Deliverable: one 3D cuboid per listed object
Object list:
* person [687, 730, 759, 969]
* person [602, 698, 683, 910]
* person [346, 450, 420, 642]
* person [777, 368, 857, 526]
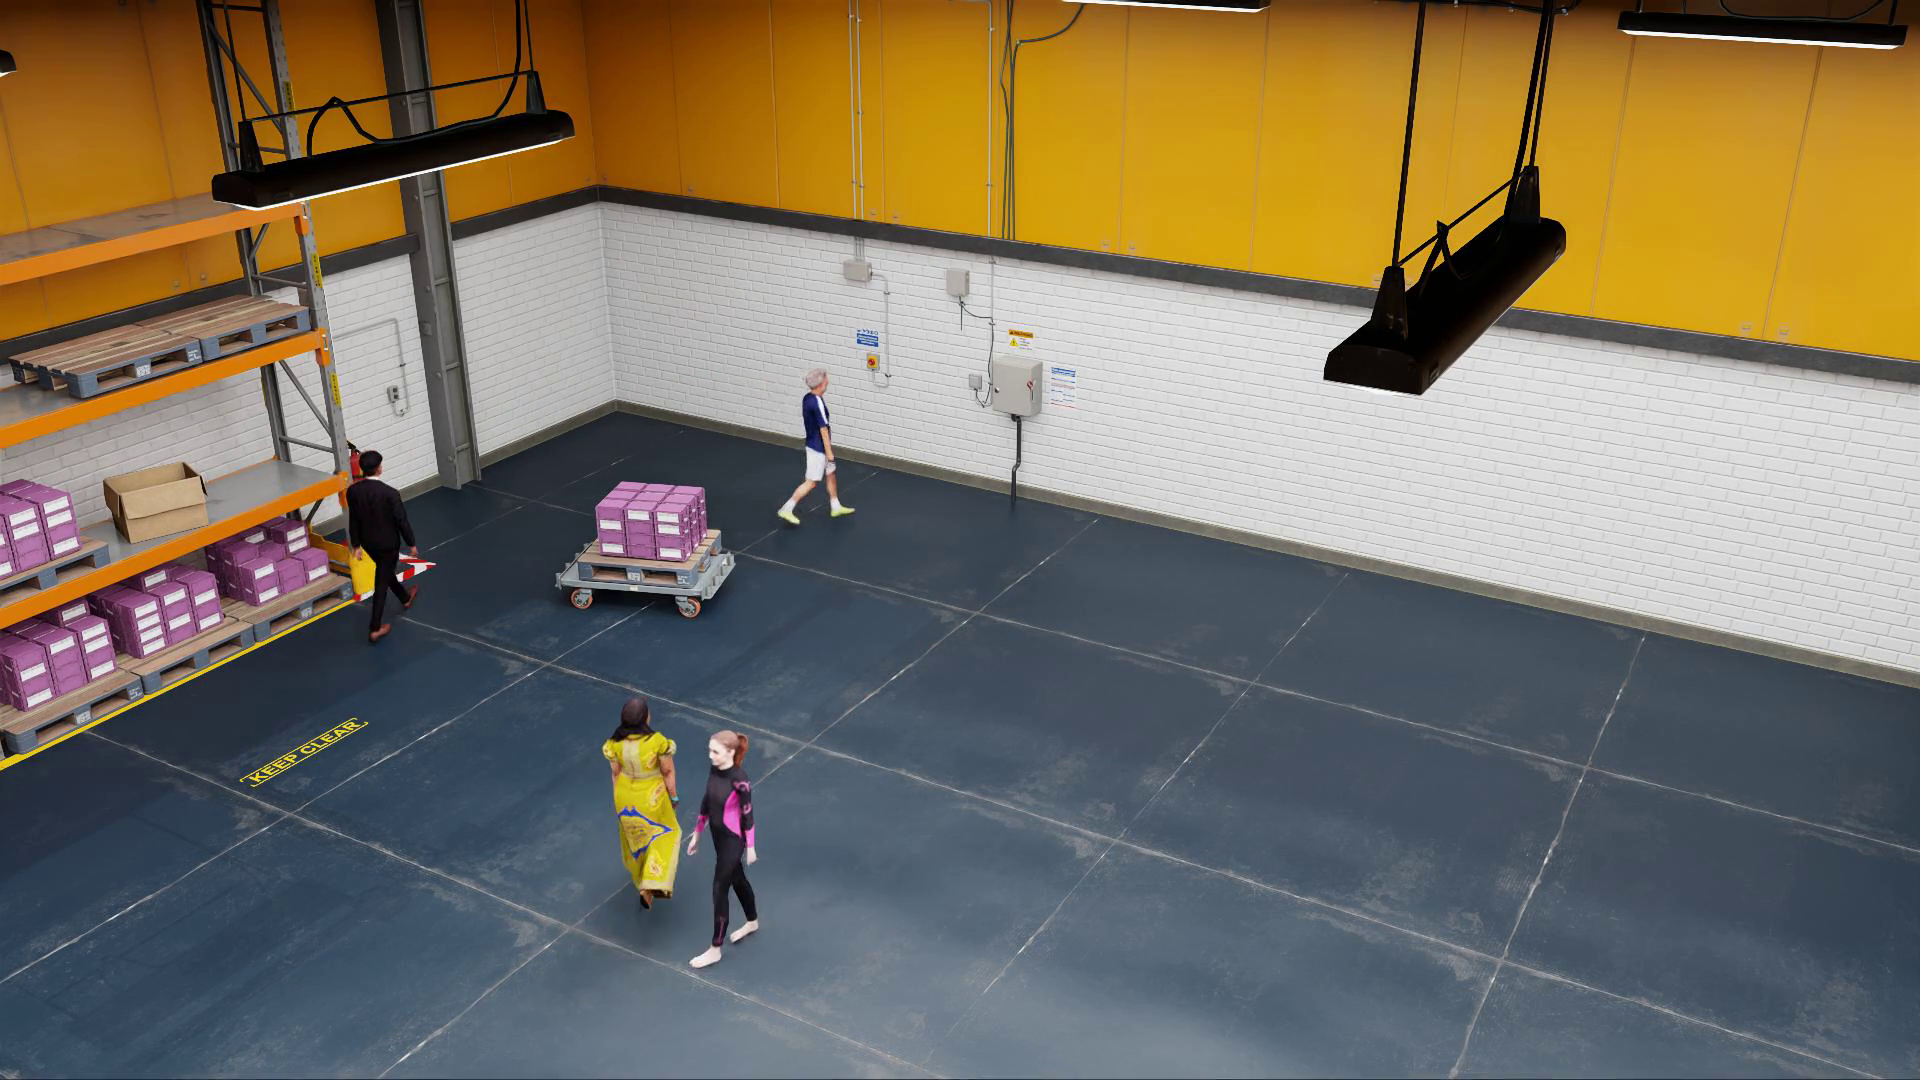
[{"bbox_3d":[-1.555,2.074,11.642,0.949,1.726,0.755,-18,29,-35],"label":"person"},{"bbox_3d":[-2.305,1.935,12.064,0.956,1.642,1.117,2,24,5],"label":"person"},{"bbox_3d":[-5.639,0.093,16.047,0.967,1.827,1.279,5,24,11],"label":"person"},{"bbox_3d":[-1.672,-1.010,18.602,1.221,1.802,1.140,-7,25,-15],"label":"person"}]
